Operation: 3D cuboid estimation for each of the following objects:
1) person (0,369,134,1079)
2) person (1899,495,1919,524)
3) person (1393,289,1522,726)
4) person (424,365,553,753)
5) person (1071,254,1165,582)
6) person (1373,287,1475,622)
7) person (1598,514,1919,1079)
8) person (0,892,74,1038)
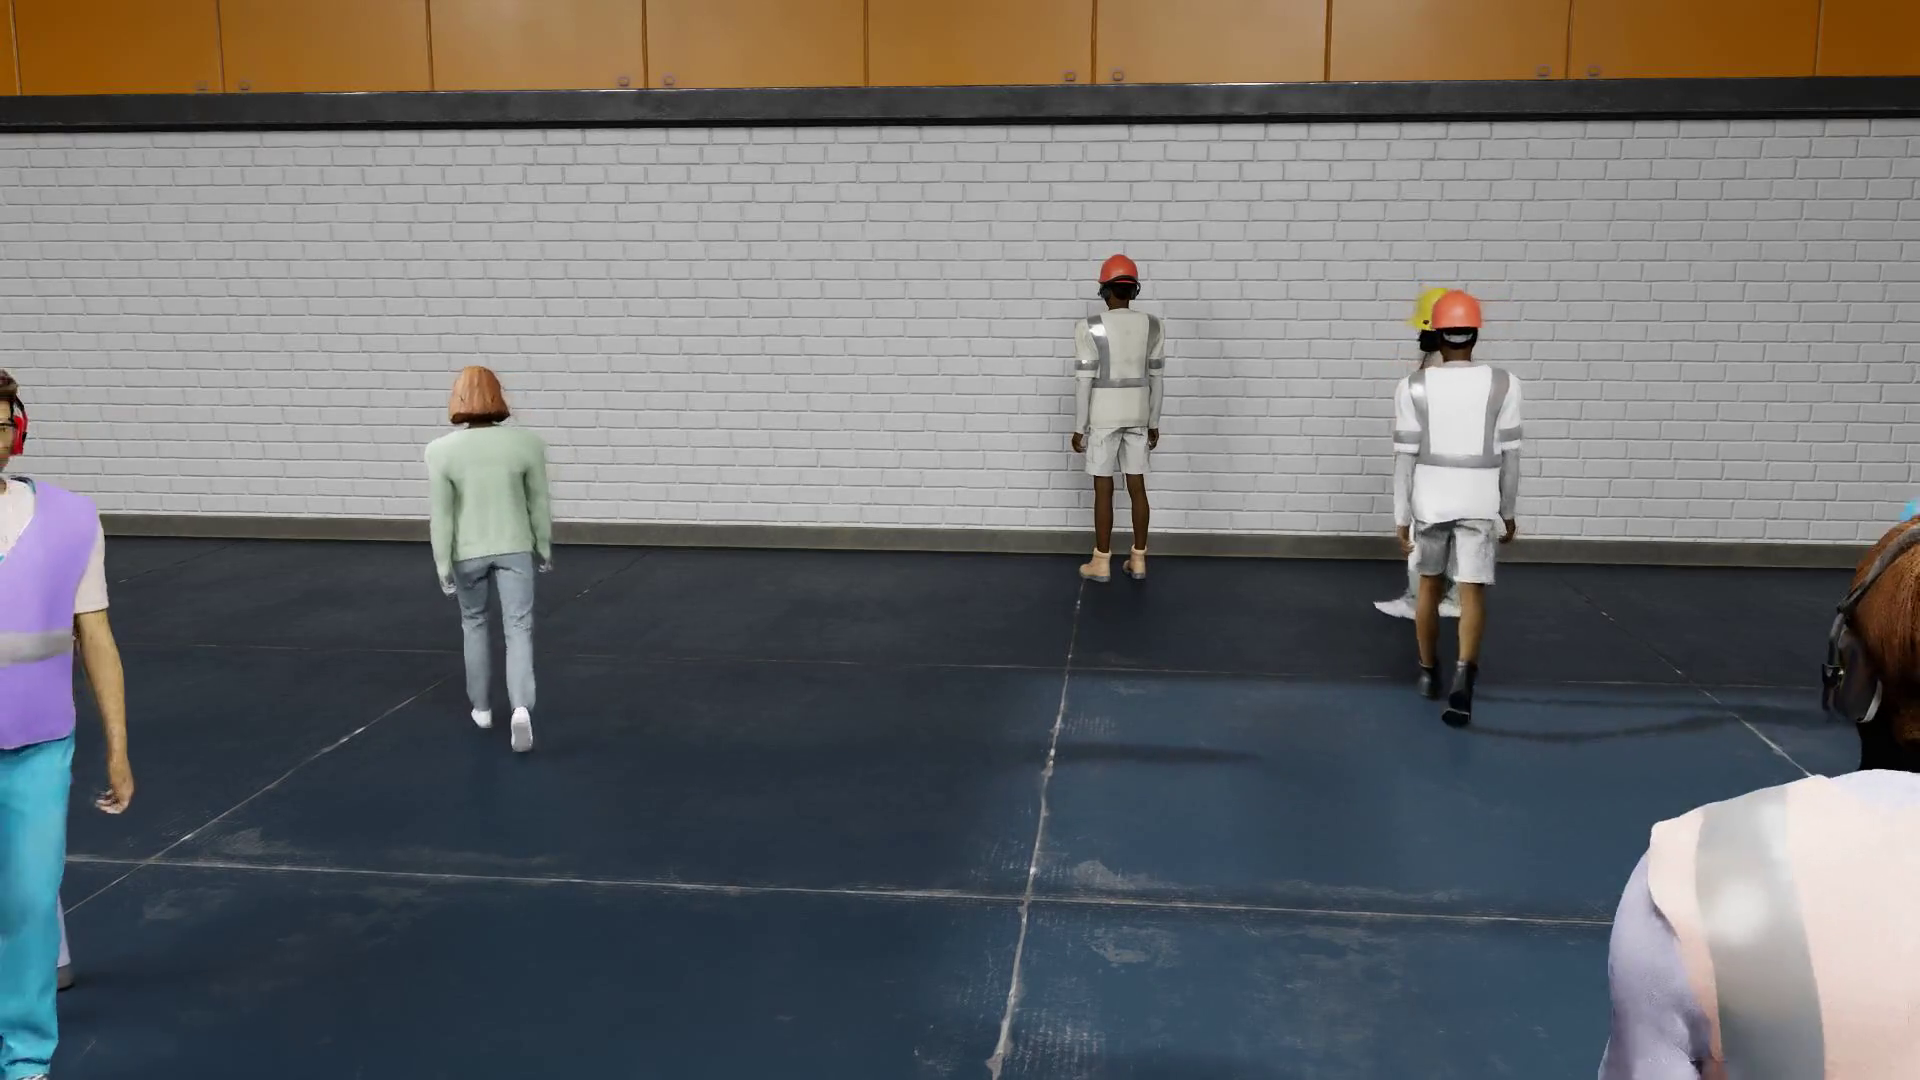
[{"bbox_3d":[-2.234,0.504,3.824,0.613,1.825,0.474,-9,14,-43],"label":"person"},{"bbox_3d":[3.045,0.385,4.949,0.540,1.675,0.659,7,12,35],"label":"person"},{"bbox_3d":[2.183,-0.147,7.361,0.549,1.909,0.879,3,10,18],"label":"person"},{"bbox_3d":[-1.962,0.067,6.983,0.502,1.600,0.800,-3,10,-16],"label":"person"},{"bbox_3d":[0.978,-0.756,10.435,0.607,2.044,0.379,-4,11,-20],"label":"person"},{"bbox_3d":[2.606,-0.449,9.170,0.591,1.878,0.669,1,10,5],"label":"person"},{"bbox_3d":[0.960,0.879,1.696,0.630,1.828,0.516,3,10,16],"label":"person"},{"bbox_3d":[-2.685,0.444,4.434,0.430,1.740,0.537,-2,10,-11],"label":"person"}]
